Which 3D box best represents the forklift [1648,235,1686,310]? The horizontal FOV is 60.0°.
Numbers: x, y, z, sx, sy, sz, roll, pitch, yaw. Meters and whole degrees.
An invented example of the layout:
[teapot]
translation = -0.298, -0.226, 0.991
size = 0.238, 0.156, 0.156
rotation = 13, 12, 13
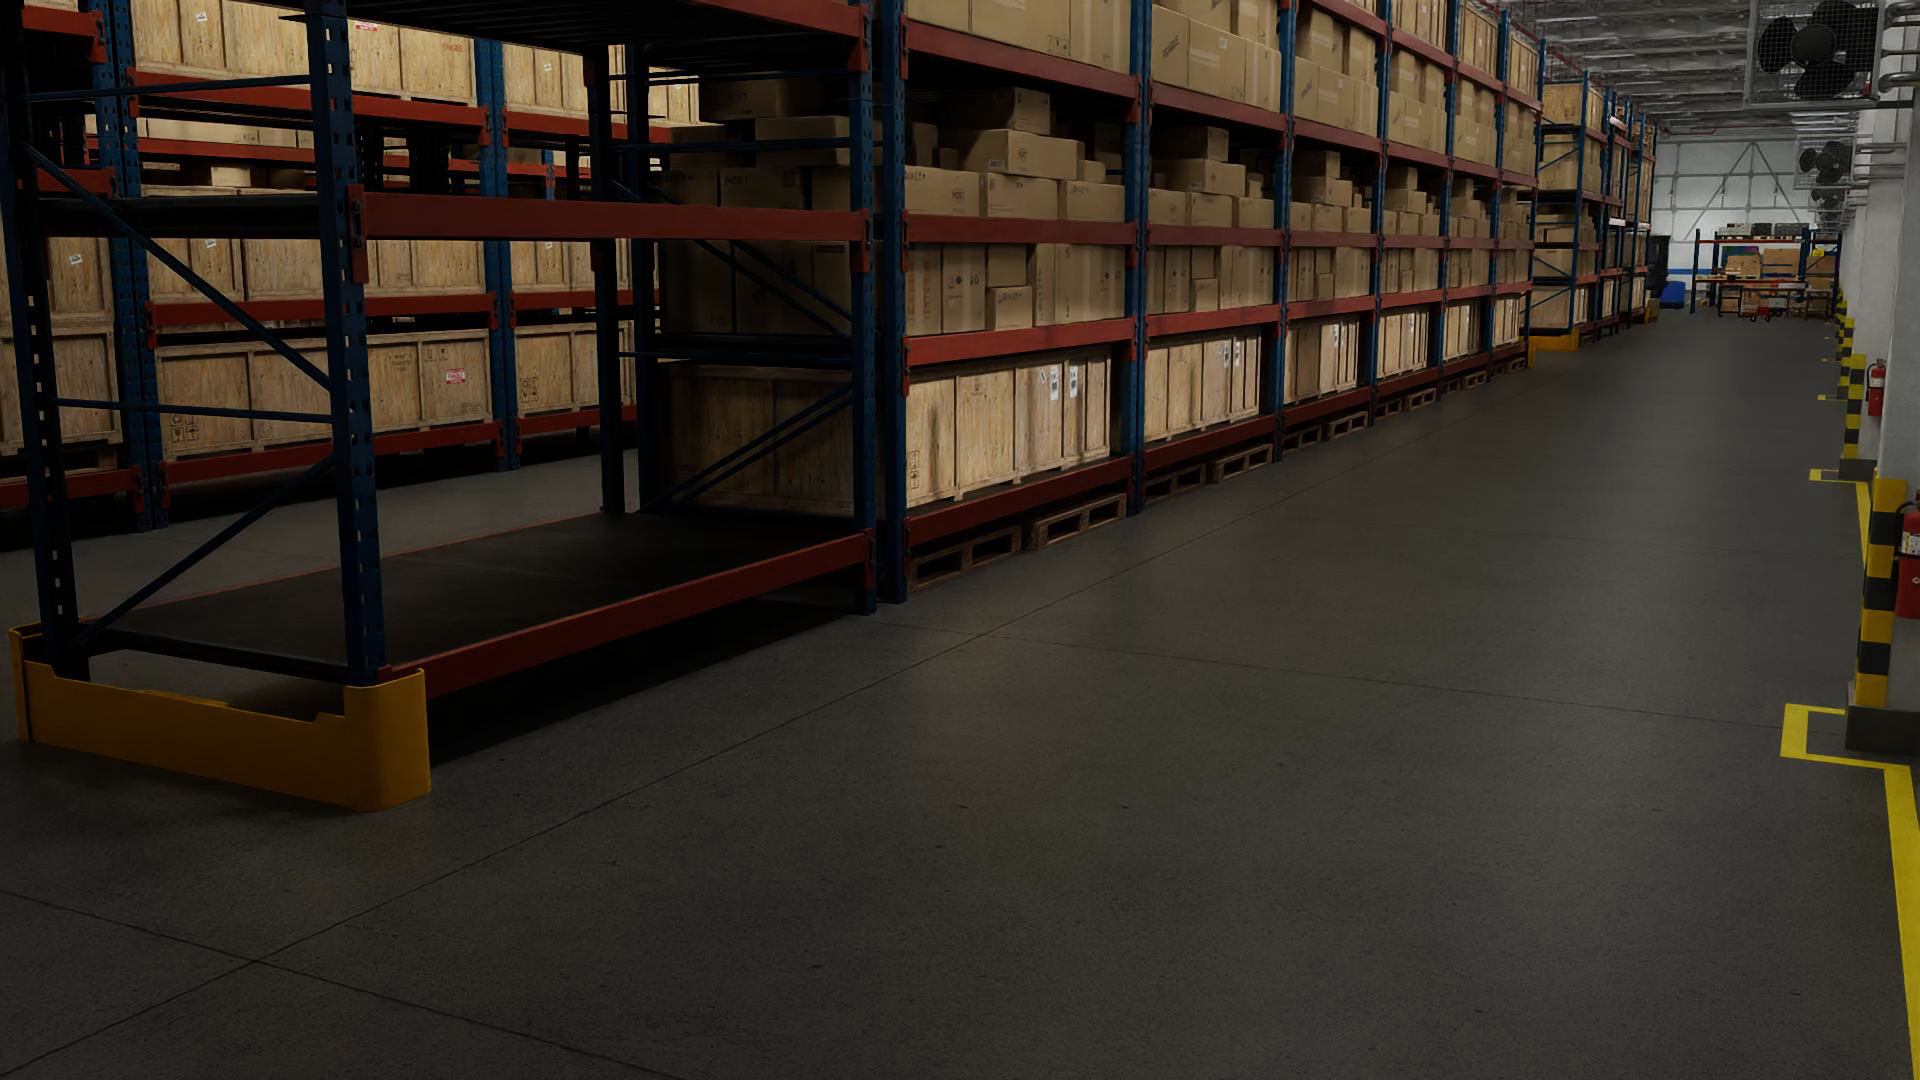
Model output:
[forklift]
translation = 26.383, -10.108, 62.866
size = 1.873, 2.768, 1.129
rotation = -2, 10, -11
